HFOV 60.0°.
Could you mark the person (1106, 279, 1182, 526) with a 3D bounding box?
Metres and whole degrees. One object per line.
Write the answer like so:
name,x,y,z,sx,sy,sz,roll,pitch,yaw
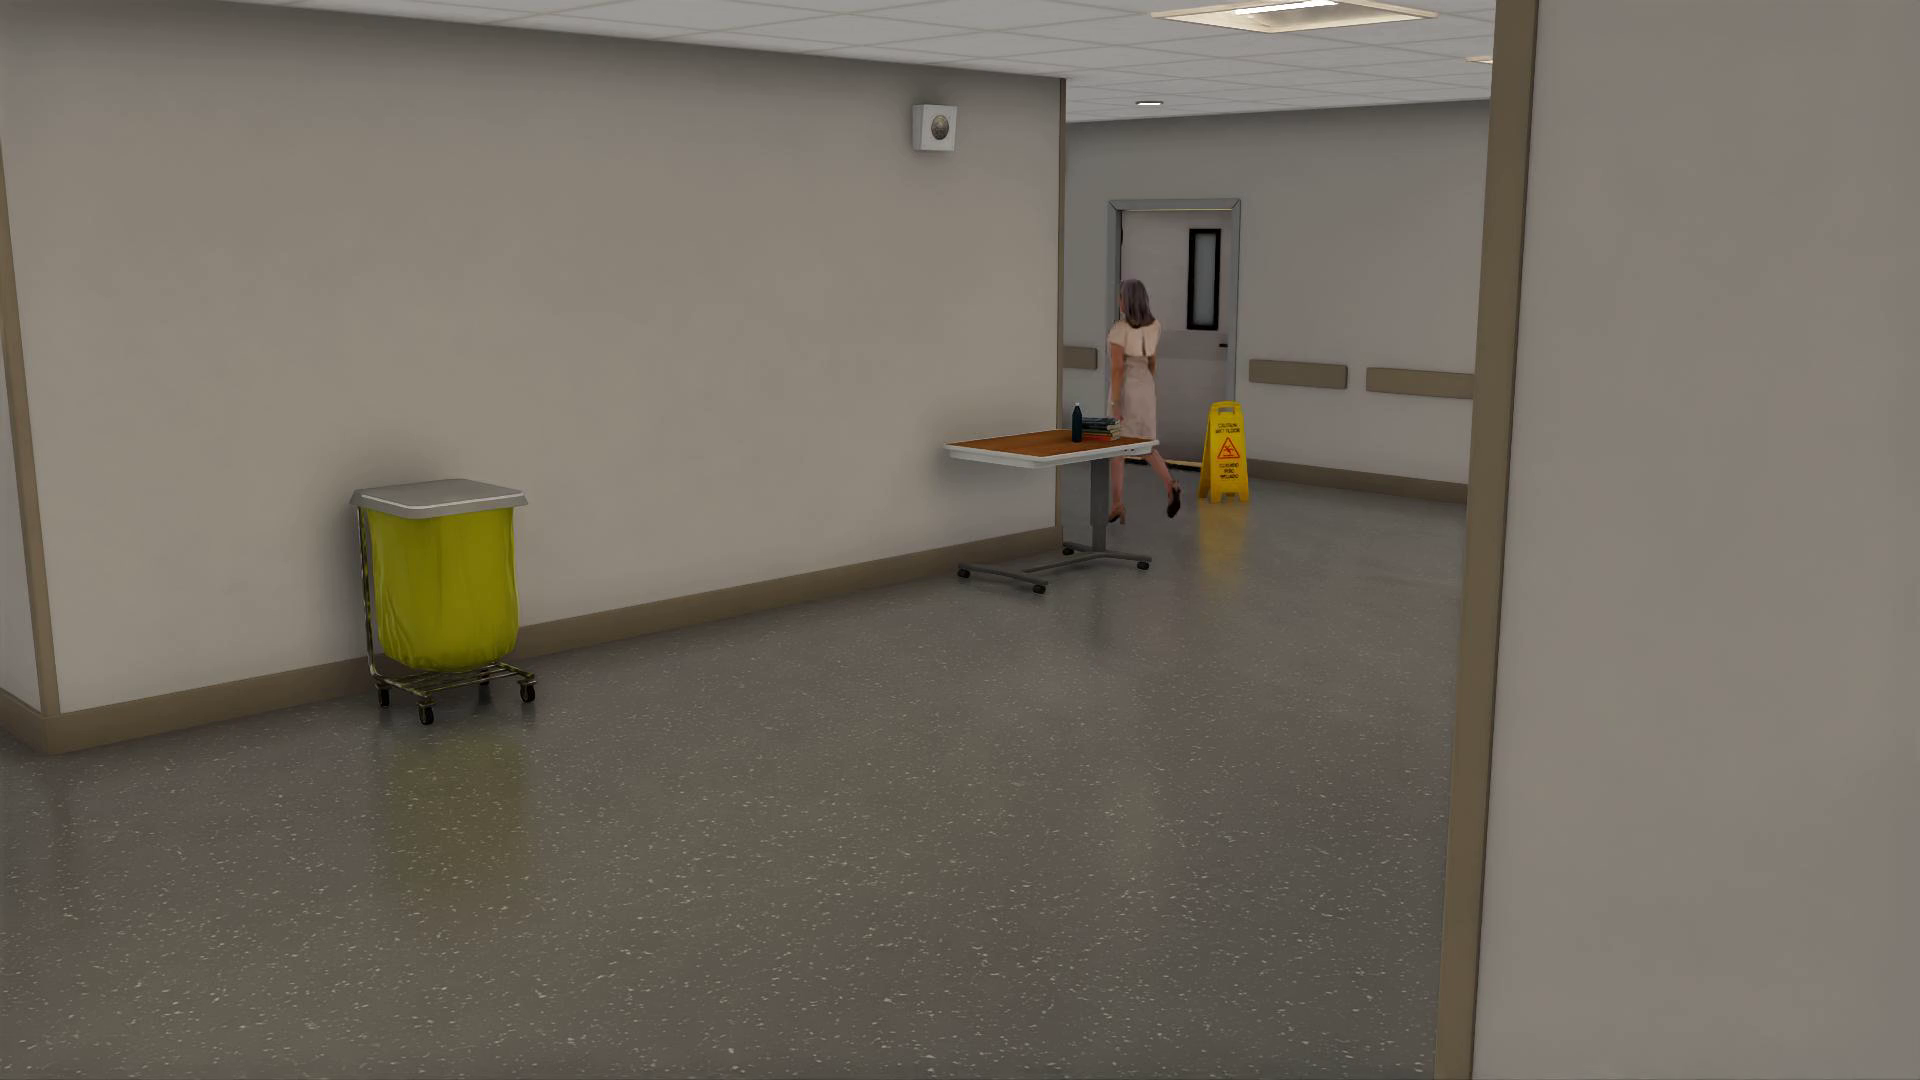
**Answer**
person,1.250,-0.906,11.402,0.757,1.713,1.106,-7,13,-33
